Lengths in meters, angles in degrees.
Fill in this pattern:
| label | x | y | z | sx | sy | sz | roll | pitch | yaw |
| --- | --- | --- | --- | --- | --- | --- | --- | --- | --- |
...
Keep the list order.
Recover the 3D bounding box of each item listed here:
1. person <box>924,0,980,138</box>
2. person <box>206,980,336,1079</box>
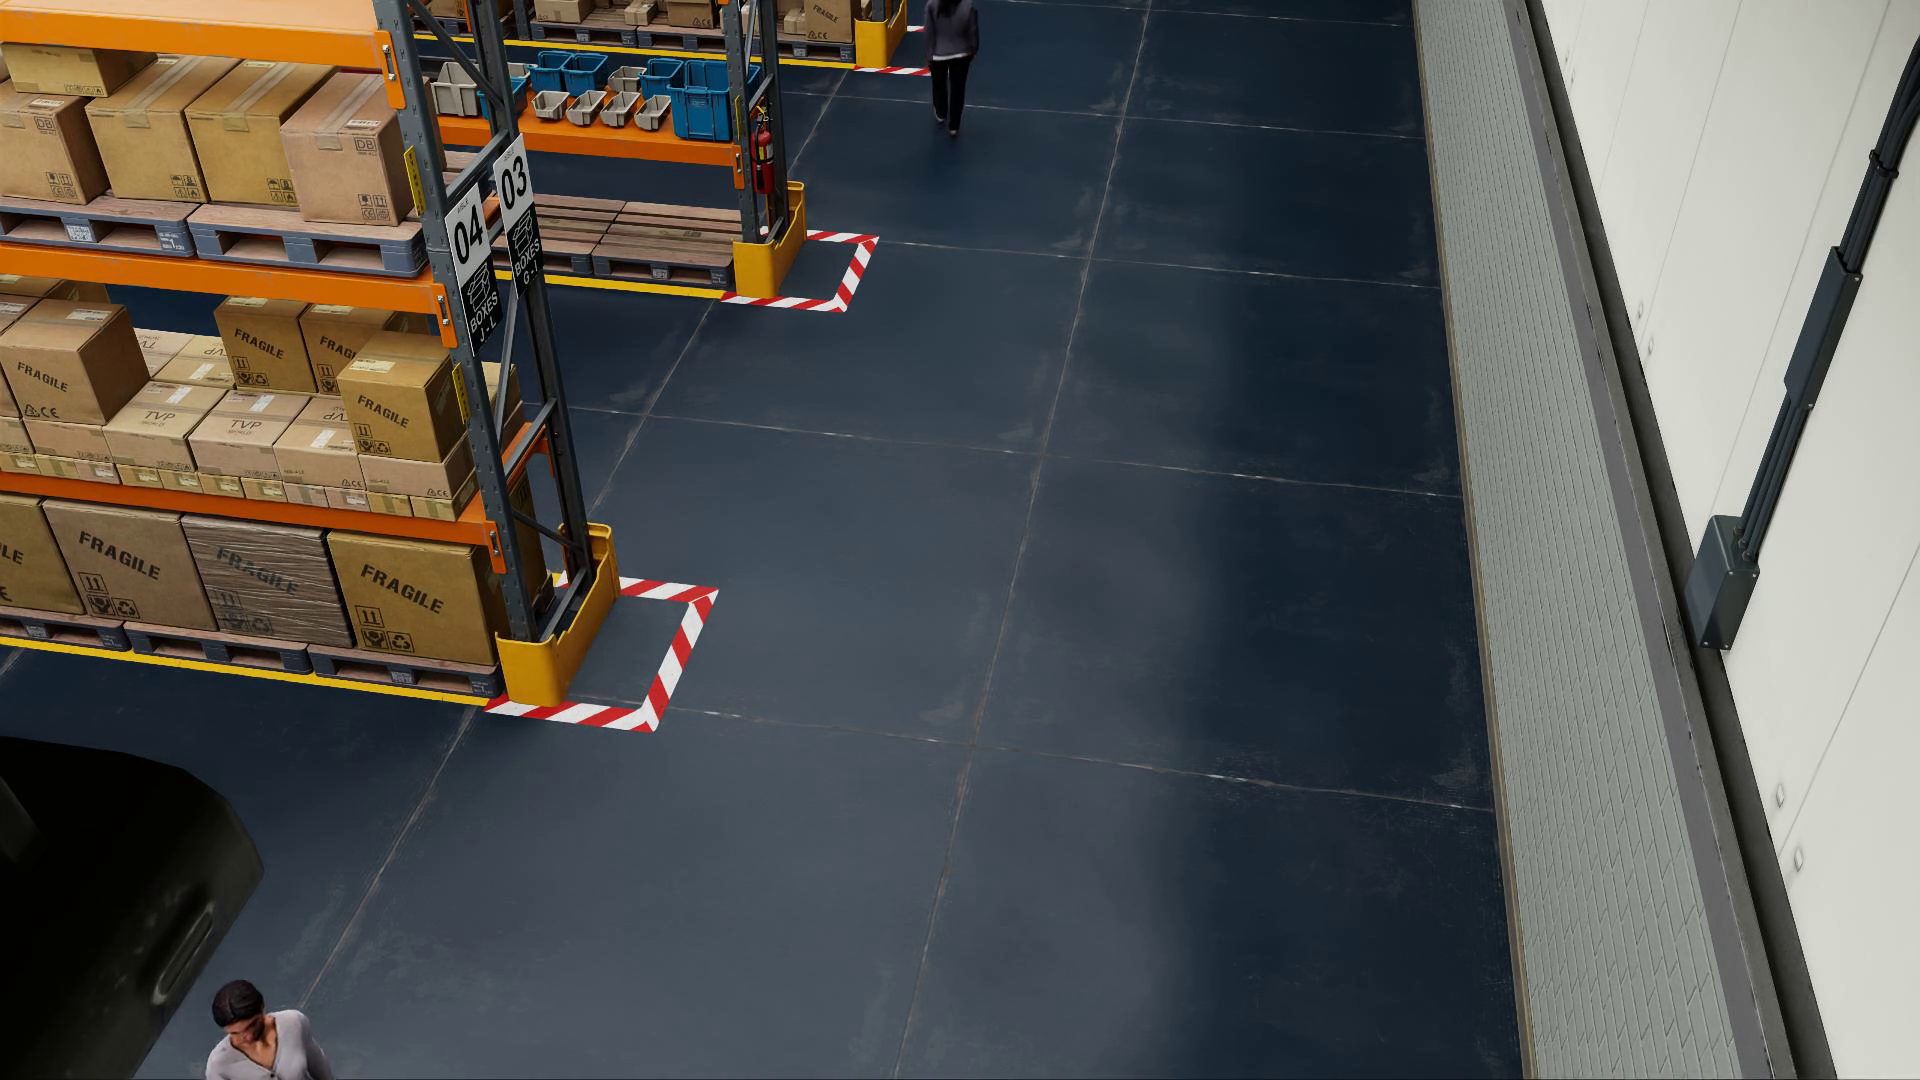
| label | x | y | z | sx | sy | sz | roll | pitch | yaw |
| --- | --- | --- | --- | --- | --- | --- | --- | --- | --- |
| person | -0.098 | -4.631 | 15.915 | 0.802 | 1.576 | 0.833 | -1 | 38 | -1 |
| person | -2.814 | 2.357 | 6.856 | 1.061 | 1.732 | 1.134 | -25 | 44 | -28 |
